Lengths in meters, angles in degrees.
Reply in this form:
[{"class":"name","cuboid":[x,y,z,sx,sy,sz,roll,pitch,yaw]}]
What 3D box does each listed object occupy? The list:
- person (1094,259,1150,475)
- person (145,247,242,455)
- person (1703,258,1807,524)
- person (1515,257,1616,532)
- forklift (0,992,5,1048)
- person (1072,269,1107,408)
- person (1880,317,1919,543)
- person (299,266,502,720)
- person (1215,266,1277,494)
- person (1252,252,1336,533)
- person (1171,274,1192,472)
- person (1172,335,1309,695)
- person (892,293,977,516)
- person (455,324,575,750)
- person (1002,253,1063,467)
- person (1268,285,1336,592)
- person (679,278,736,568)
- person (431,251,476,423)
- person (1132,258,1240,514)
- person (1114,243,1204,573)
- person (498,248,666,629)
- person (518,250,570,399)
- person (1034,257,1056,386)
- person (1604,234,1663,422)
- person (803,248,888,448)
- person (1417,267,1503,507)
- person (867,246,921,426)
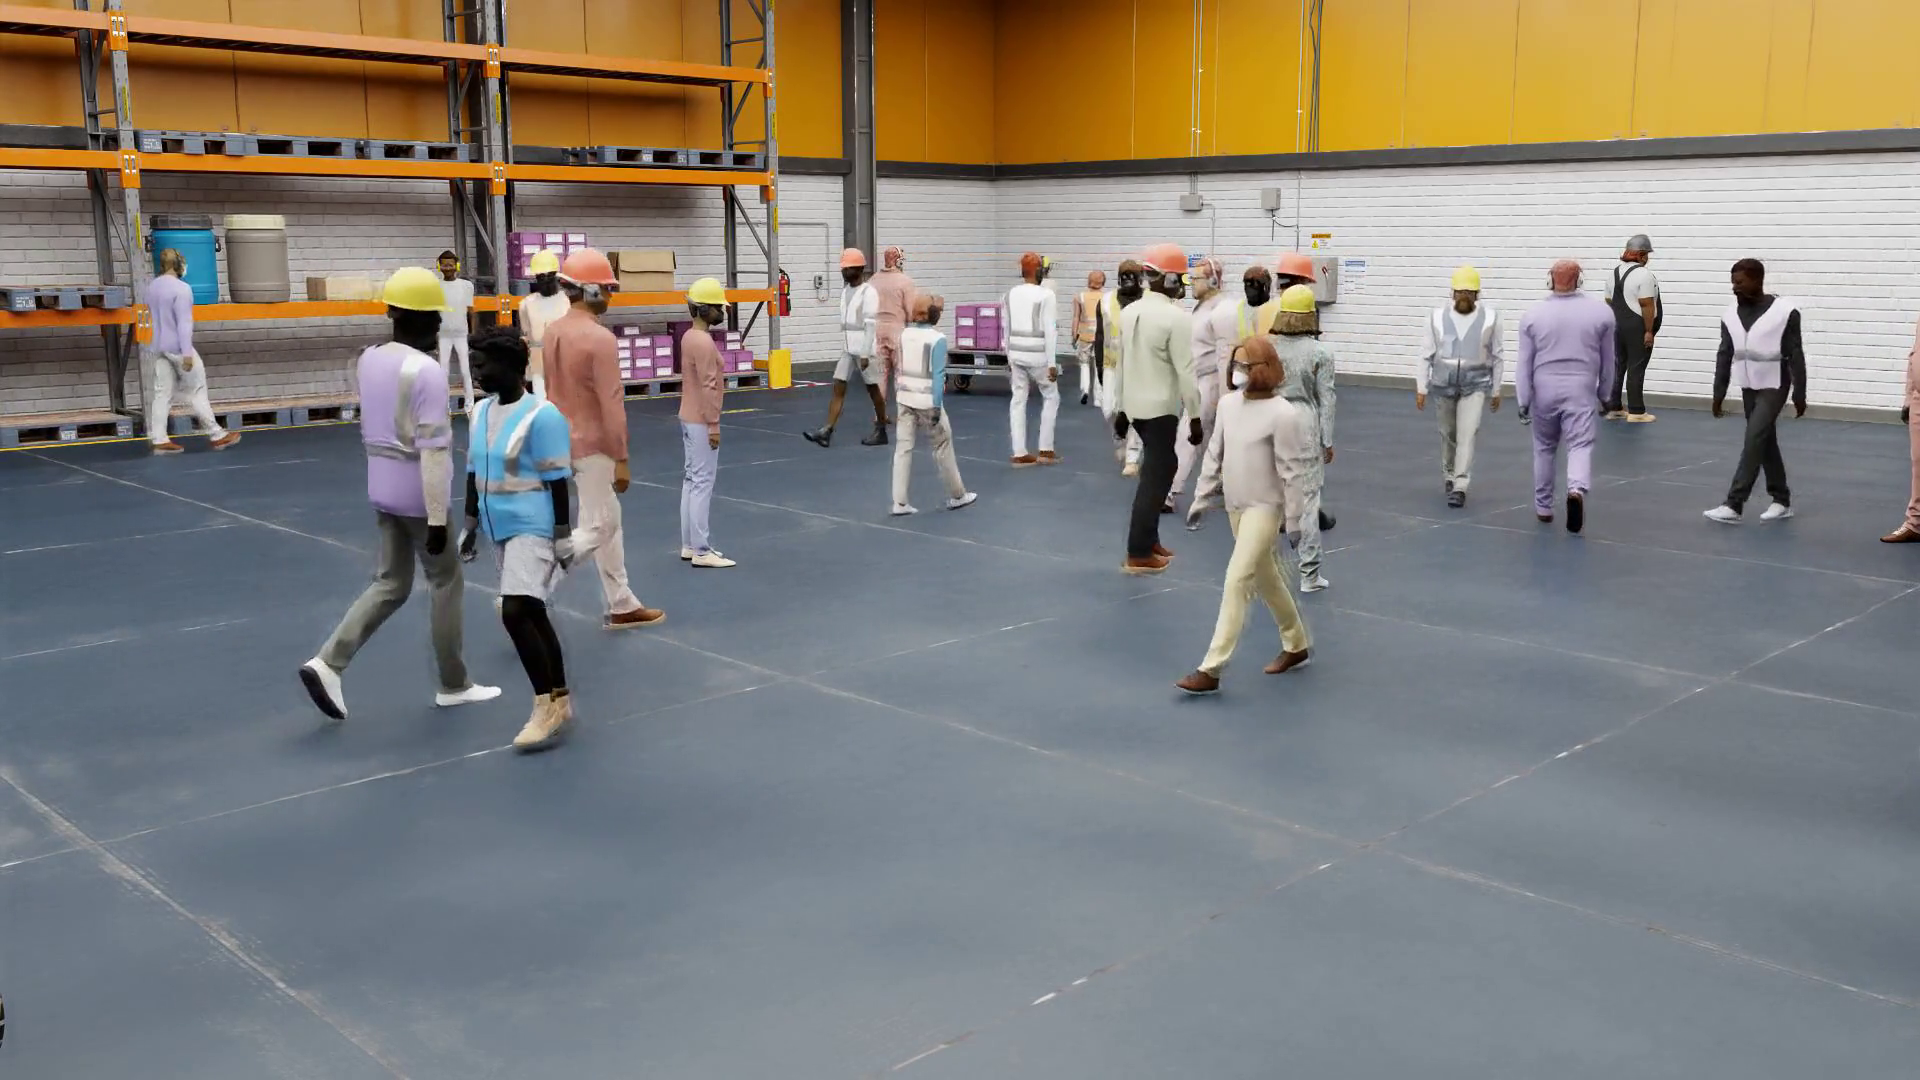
[{"class":"person","cuboid":[1.456,-1.472,14.180,0.623,1.828,0.545,3,11,16]},{"class":"person","cuboid":[-7.230,-1.758,15.494,0.654,1.901,0.837,6,12,31]},{"class":"person","cuboid":[5.583,-1.041,11.723,0.977,1.853,0.592,-4,11,-21]},{"class":"person","cuboid":[4.166,-1.006,11.481,0.653,1.881,0.836,3,11,18]},{"class":"forklift","cuboid":[-3.245,0.323,3.363,2.313,2.155,1.214,2,11,13]},{"class":"person","cuboid":[1.586,-2.363,19.569,0.537,1.621,0.383,2,11,10]},{"class":"person","cuboid":[6.324,-0.877,10.692,0.405,1.911,0.636,-3,11,-17]},{"class":"person","cuboid":[-2.354,-0.175,6.920,0.588,1.901,0.790,8,13,38]},{"class":"person","cuboid":[2.322,-1.248,13.069,0.636,1.782,0.977,8,13,39]},{"class":"person","cuboid":[2.272,-0.990,11.332,0.776,1.898,0.560,-8,13,-38]},{"class":"person","cuboid":[1.800,-1.467,14.298,0.328,1.765,0.527,-5,12,-26]},{"class":"person","cuboid":[1.304,-0.122,7.461,0.871,1.589,0.501,-5,12,-26]},{"class":"person","cuboid":[-0.212,-0.988,12.141,0.514,1.600,0.808,9,14,41]},{"class":"person","cuboid":[-1.796,-0.015,6.623,0.539,1.665,0.561,9,14,41]},{"class":"person","cuboid":[0.680,-1.576,14.605,0.606,1.865,0.645,8,13,38]},{"class":"person","cuboid":[1.901,-0.576,9.494,0.483,1.745,0.299,5,11,25]},{"class":"person","cuboid":[-1.553,-0.717,10.210,0.329,1.765,0.533,-4,11,-21]},{"class":"person","cuboid":[-5.479,-2.186,17.970,0.516,1.860,0.317,-2,11,-13]},{"class":"person","cuboid":[1.781,-1.118,12.149,0.998,1.858,0.637,-1,10,-5]},{"class":"person","cuboid":[1.229,-0.778,9.967,0.590,1.969,0.635,-5,12,-26]},{"class":"person","cuboid":[-1.898,-0.459,8.266,0.907,1.965,0.631,-9,14,-40]},{"class":"person","cuboid":[-3.262,-1.389,13.480,0.602,1.908,0.726,2,11,10]},{"class":"person","cuboid":[1.108,-2.927,22.291,0.397,1.745,0.542,3,11,18]},{"class":"person","cuboid":[7.381,-2.313,18.157,0.537,2.000,0.679,-3,11,-17]},{"class":"person","cuboid":[-1.051,-1.808,15.807,0.957,1.888,0.569,-9,14,-41]},{"class":"person","cuboid":[3.796,-1.177,12.666,0.611,1.786,0.922,4,11,23]},{"class":"person","cuboid":[-0.689,-2.151,17.641,0.651,1.906,0.404,7,13,35]}]
